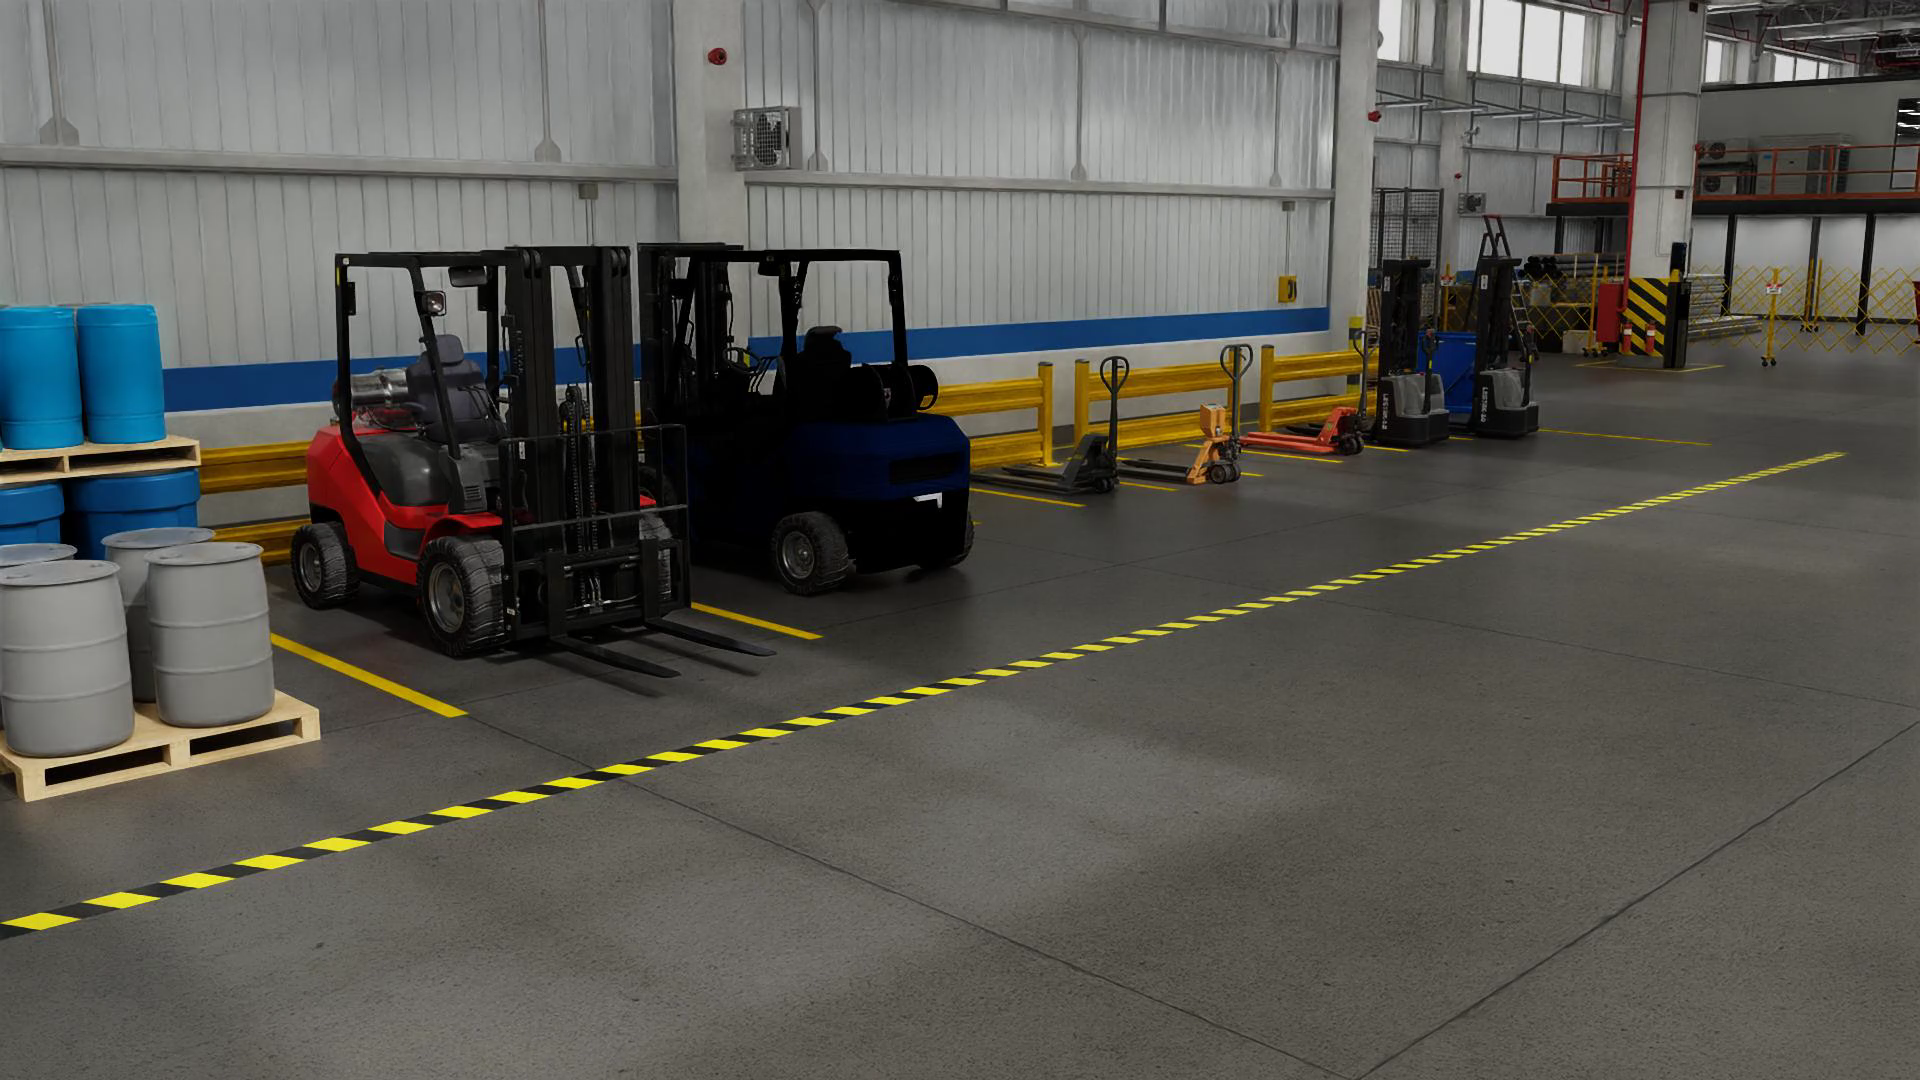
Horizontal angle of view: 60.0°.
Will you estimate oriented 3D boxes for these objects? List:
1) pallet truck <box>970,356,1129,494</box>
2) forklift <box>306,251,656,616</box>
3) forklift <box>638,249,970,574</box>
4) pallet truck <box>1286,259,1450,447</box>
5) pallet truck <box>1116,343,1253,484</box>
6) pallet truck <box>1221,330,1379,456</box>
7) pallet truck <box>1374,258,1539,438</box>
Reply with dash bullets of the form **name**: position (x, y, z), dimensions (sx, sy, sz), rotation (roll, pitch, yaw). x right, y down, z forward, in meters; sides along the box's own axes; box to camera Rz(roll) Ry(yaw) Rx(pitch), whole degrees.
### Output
- **pallet truck**: position (0.784, -1.085, 14.876), dimensions (0.680, 1.201, 1.601), rotation (-10, 14, -44)
- **forklift**: position (-2.833, -0.669, 9.694), dimensions (1.157, 1.987, 2.680), rotation (-10, 14, -44)
- **forklift**: position (-1.173, -0.958, 11.239), dimensions (2.680, 1.987, 1.157), rotation (10, 14, 43)
- **pallet truck**: position (4.493, -2.078, 18.196), dimensions (0.823, 1.965, 1.885), rotation (-9, 14, -40)
- **pallet truck**: position (1.962, -1.215, 15.415), dimensions (1.522, 1.261, 0.704), rotation (10, 14, 43)
- **pallet truck**: position (3.563, -1.581, 17.381), dimensions (0.653, 1.274, 1.630), rotation (-10, 14, -44)
- **pallet truck**: position (5.704, -2.208, 18.901), dimensions (1.885, 1.965, 0.823), rotation (10, 14, 43)
